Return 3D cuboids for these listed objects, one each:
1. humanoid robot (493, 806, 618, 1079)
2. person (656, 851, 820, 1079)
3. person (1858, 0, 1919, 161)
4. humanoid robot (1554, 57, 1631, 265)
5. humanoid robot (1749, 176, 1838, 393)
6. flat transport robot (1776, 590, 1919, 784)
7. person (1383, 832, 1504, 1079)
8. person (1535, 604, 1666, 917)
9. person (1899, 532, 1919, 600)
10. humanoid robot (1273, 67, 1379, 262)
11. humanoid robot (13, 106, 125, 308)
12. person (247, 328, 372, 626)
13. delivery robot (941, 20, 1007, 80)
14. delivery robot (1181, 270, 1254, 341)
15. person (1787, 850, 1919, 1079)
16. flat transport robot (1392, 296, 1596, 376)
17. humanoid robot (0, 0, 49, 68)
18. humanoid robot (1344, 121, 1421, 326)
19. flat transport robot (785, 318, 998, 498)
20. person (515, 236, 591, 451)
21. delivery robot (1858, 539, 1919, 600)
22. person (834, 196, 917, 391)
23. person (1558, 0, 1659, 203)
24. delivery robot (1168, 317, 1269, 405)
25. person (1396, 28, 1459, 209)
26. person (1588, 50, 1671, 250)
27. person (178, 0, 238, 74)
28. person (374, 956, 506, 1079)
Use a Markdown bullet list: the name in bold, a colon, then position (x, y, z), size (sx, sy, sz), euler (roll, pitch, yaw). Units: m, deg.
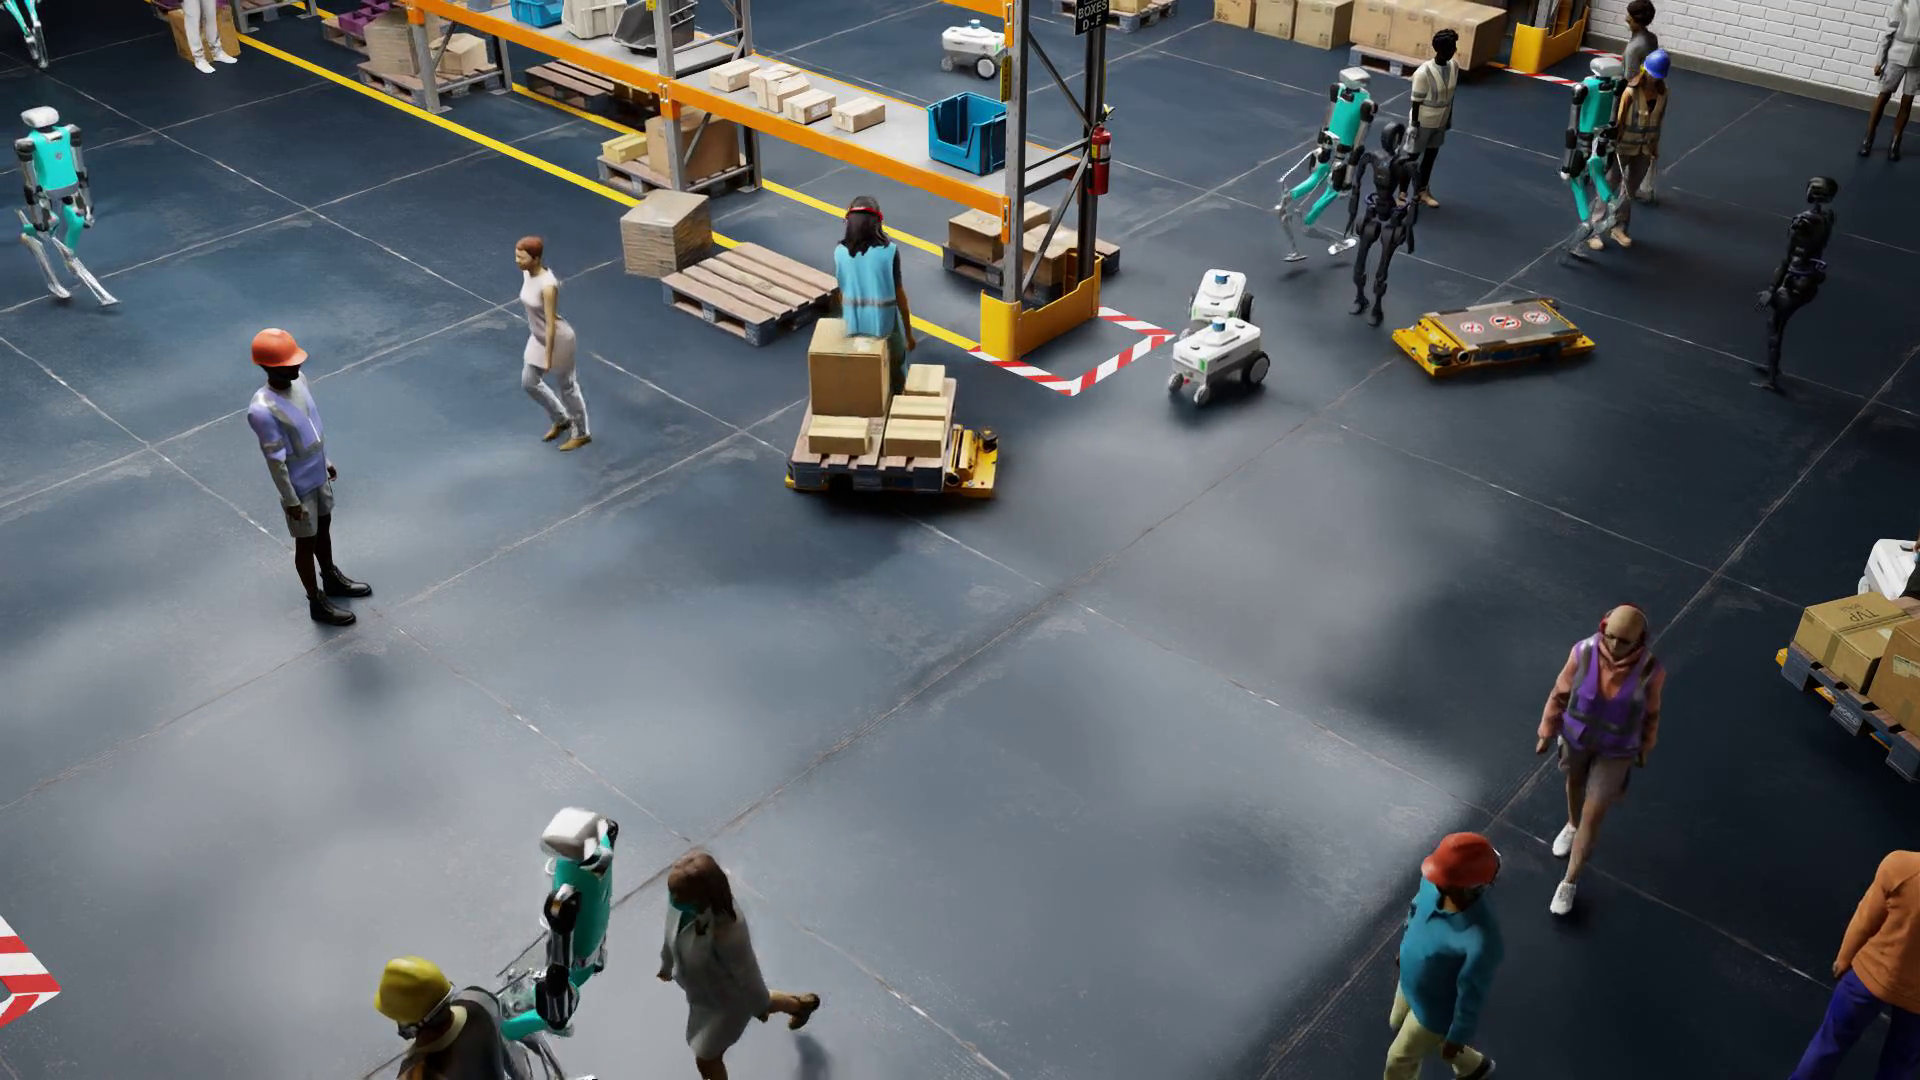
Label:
- **humanoid robot**: position (-1.749, 1.793, 6.917), size (0.777, 1.756, 0.555), euler (6, 35, 8)
- **person**: position (-0.925, 1.812, 6.994), size (0.788, 1.631, 0.498), euler (-23, 41, -30)
- **person**: position (9.157, -4.633, 16.069), size (0.546, 1.926, 0.388), euler (13, 37, 18)
- **humanoid robot**: position (5.406, -3.109, 14.039), size (0.535, 1.817, 0.658), euler (-15, 37, -21)
- **humanoid robot**: position (6.154, -1.897, 12.320), size (0.609, 1.656, 0.364), euler (-23, 41, -29)
- **flat transport robot**: position (5.400, 0.973, 9.400), size (0.659, 0.231, 1.431), euler (-11, 36, -16)
- **person**: position (1.989, 1.834, 6.860), size (0.673, 1.728, 0.573), euler (-3, 35, -4)
- **person**: position (3.054, 1.037, 8.075), size (0.511, 1.654, 0.824), euler (21, 40, 27)
- **person**: position (5.565, 0.080, 9.307), size (0.343, 1.846, 0.507), euler (-12, 36, -17)
- **humanoid robot**: position (3.013, -3.061, 13.933), size (0.972, 1.726, 0.567), euler (-16, 38, -21)
- **humanoid robot**: position (-7.314, -2.662, 13.392), size (1.037, 1.738, 0.557), euler (19, 39, 25)
- **person**: position (-3.889, -0.386, 9.901), size (0.358, 1.939, 0.542), euler (3, 35, 4)
- **delivery robot**: position (0.189, -5.456, 18.471), size (0.792, 0.603, 0.499), euler (14, 37, 20)
- **delivery robot**: position (2.052, -1.871, 13.275), size (0.527, 0.601, 0.773), euler (9, 36, 13)
- **person**: position (3.837, 1.772, 6.748), size (0.517, 1.975, 0.403), euler (19, 39, 25)
- **flat transport robot**: position (4.222, -1.612, 13.146), size (1.431, 0.231, 0.659), euler (-10, 36, -14)
- **humanoid robot**: position (-10.322, -5.944, 18.182), size (0.549, 1.764, 1.053), euler (-17, 38, -23)
- **humanoid robot**: position (3.367, -2.532, 13.239), size (0.603, 1.654, 0.319), euler (21, 40, 28)
- **flat transport robot**: position (-0.465, -0.572, 11.638), size (1.431, 0.231, 0.659), euler (3, 35, 4)
- **person**: position (-2.855, -1.351, 11.556), size (0.435, 1.645, 0.435), euler (-27, 43, -33)
- **delivery robot**: position (5.770, 0.327, 10.077), size (0.499, 0.586, 0.773), euler (5, 35, 7)
- **person**: position (-0.566, -1.506, 11.612), size (0.568, 1.838, 0.637), euler (6, 35, 8)
- **person**: position (6.160, -4.053, 15.291), size (0.543, 1.843, 0.960), euler (-24, 41, -30)
- **delivery robot**: position (1.956, -1.399, 12.603), size (0.808, 0.614, 0.499), euler (-27, 43, -33)
- **person**: position (4.252, -3.791, 15.049), size (0.533, 1.692, 0.320), euler (-21, 40, -27)
- **person**: position (5.820, -3.360, 14.354), size (0.473, 1.769, 0.333), euler (-7, 35, -10)
- **person**: position (-8.385, -6.127, 18.248), size (0.405, 1.905, 0.651), euler (12, 36, 17)
- **person**: position (-1.873, 2.231, 6.219), size (0.403, 1.817, 0.602), euler (7, 35, 10)
